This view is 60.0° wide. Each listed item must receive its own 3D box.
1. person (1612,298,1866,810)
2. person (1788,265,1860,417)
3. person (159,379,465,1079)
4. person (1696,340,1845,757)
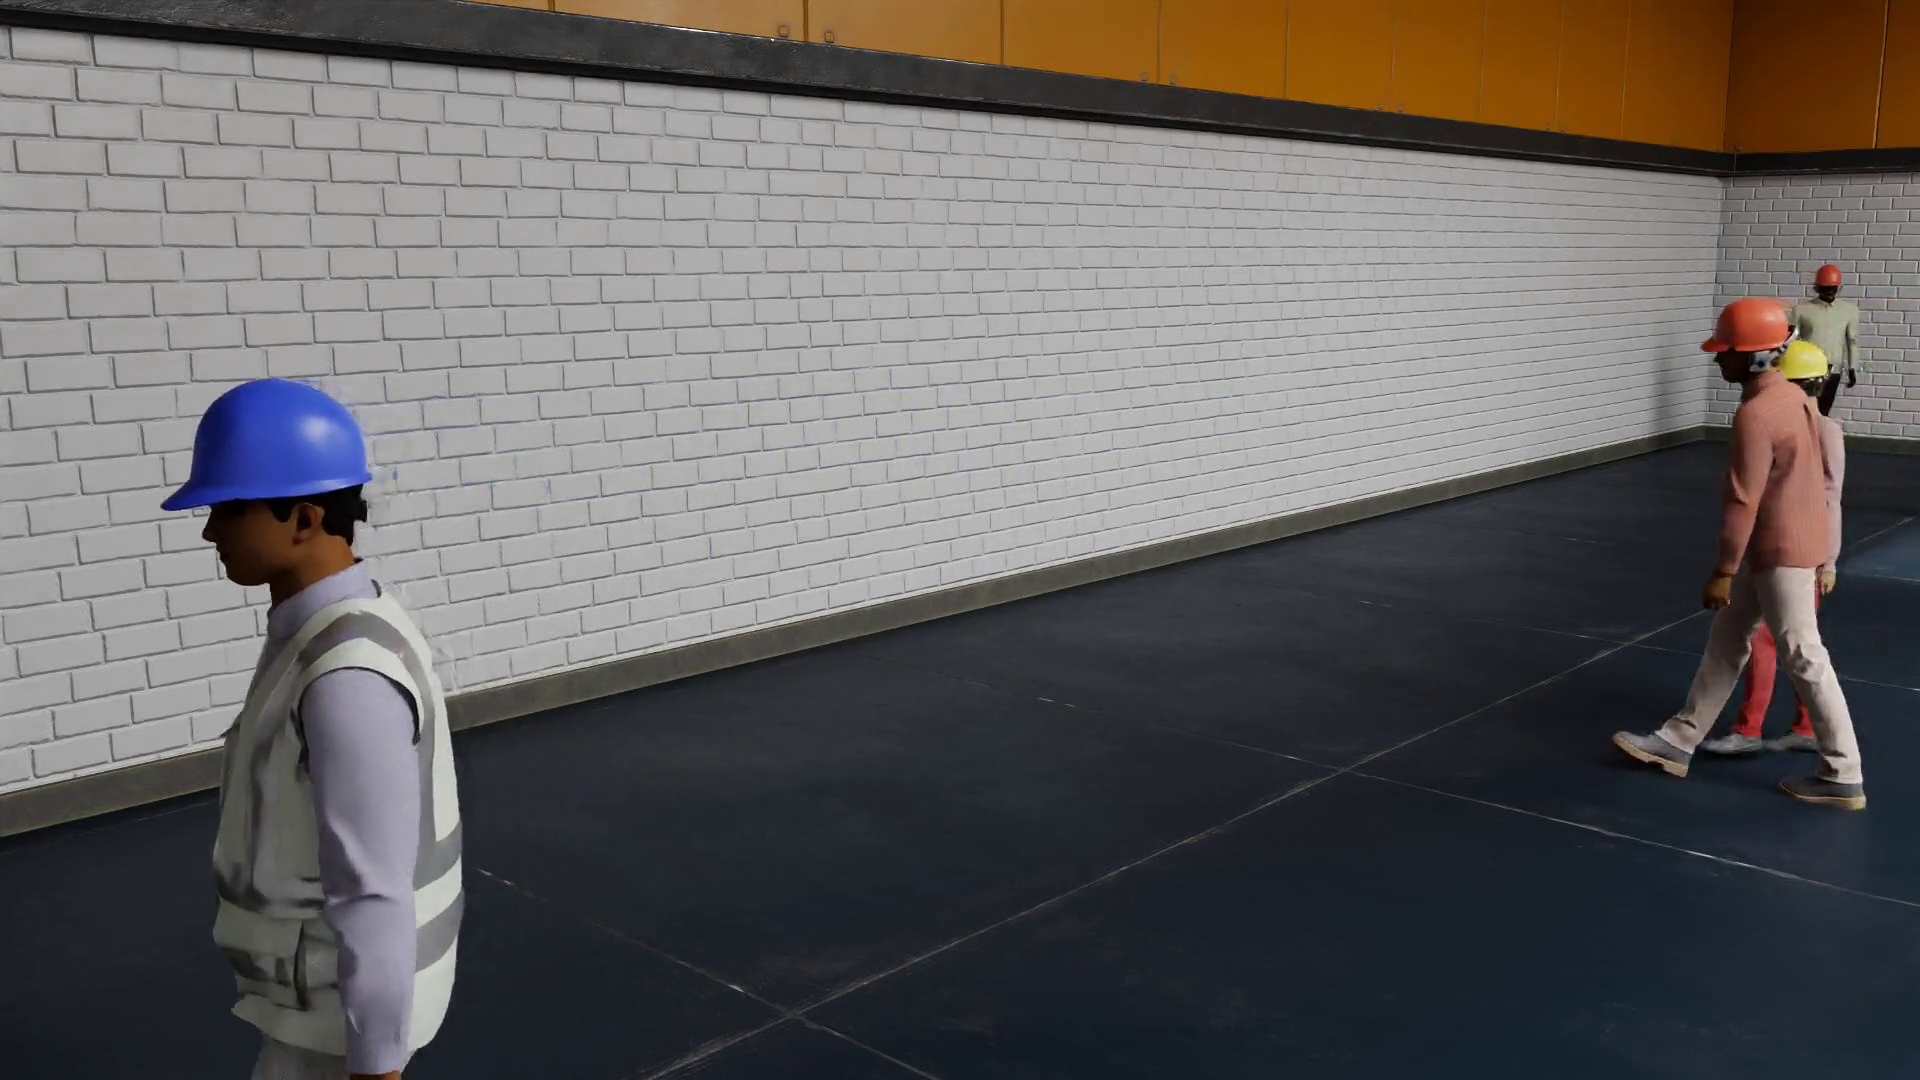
[{"bbox_3d":[3.075,0.046,6.407,0.959,1.934,0.635,6,12,31],"label":"person"},{"bbox_3d":[8.225,-1.629,15.875,0.612,1.968,0.536,2,10,9],"label":"person"},{"bbox_3d":[-1.004,0.705,2.671,0.431,1.930,0.622,-4,11,-21],"label":"person"},{"bbox_3d":[3.353,0.050,6.922,0.680,1.743,0.548,1,10,8],"label":"person"}]
